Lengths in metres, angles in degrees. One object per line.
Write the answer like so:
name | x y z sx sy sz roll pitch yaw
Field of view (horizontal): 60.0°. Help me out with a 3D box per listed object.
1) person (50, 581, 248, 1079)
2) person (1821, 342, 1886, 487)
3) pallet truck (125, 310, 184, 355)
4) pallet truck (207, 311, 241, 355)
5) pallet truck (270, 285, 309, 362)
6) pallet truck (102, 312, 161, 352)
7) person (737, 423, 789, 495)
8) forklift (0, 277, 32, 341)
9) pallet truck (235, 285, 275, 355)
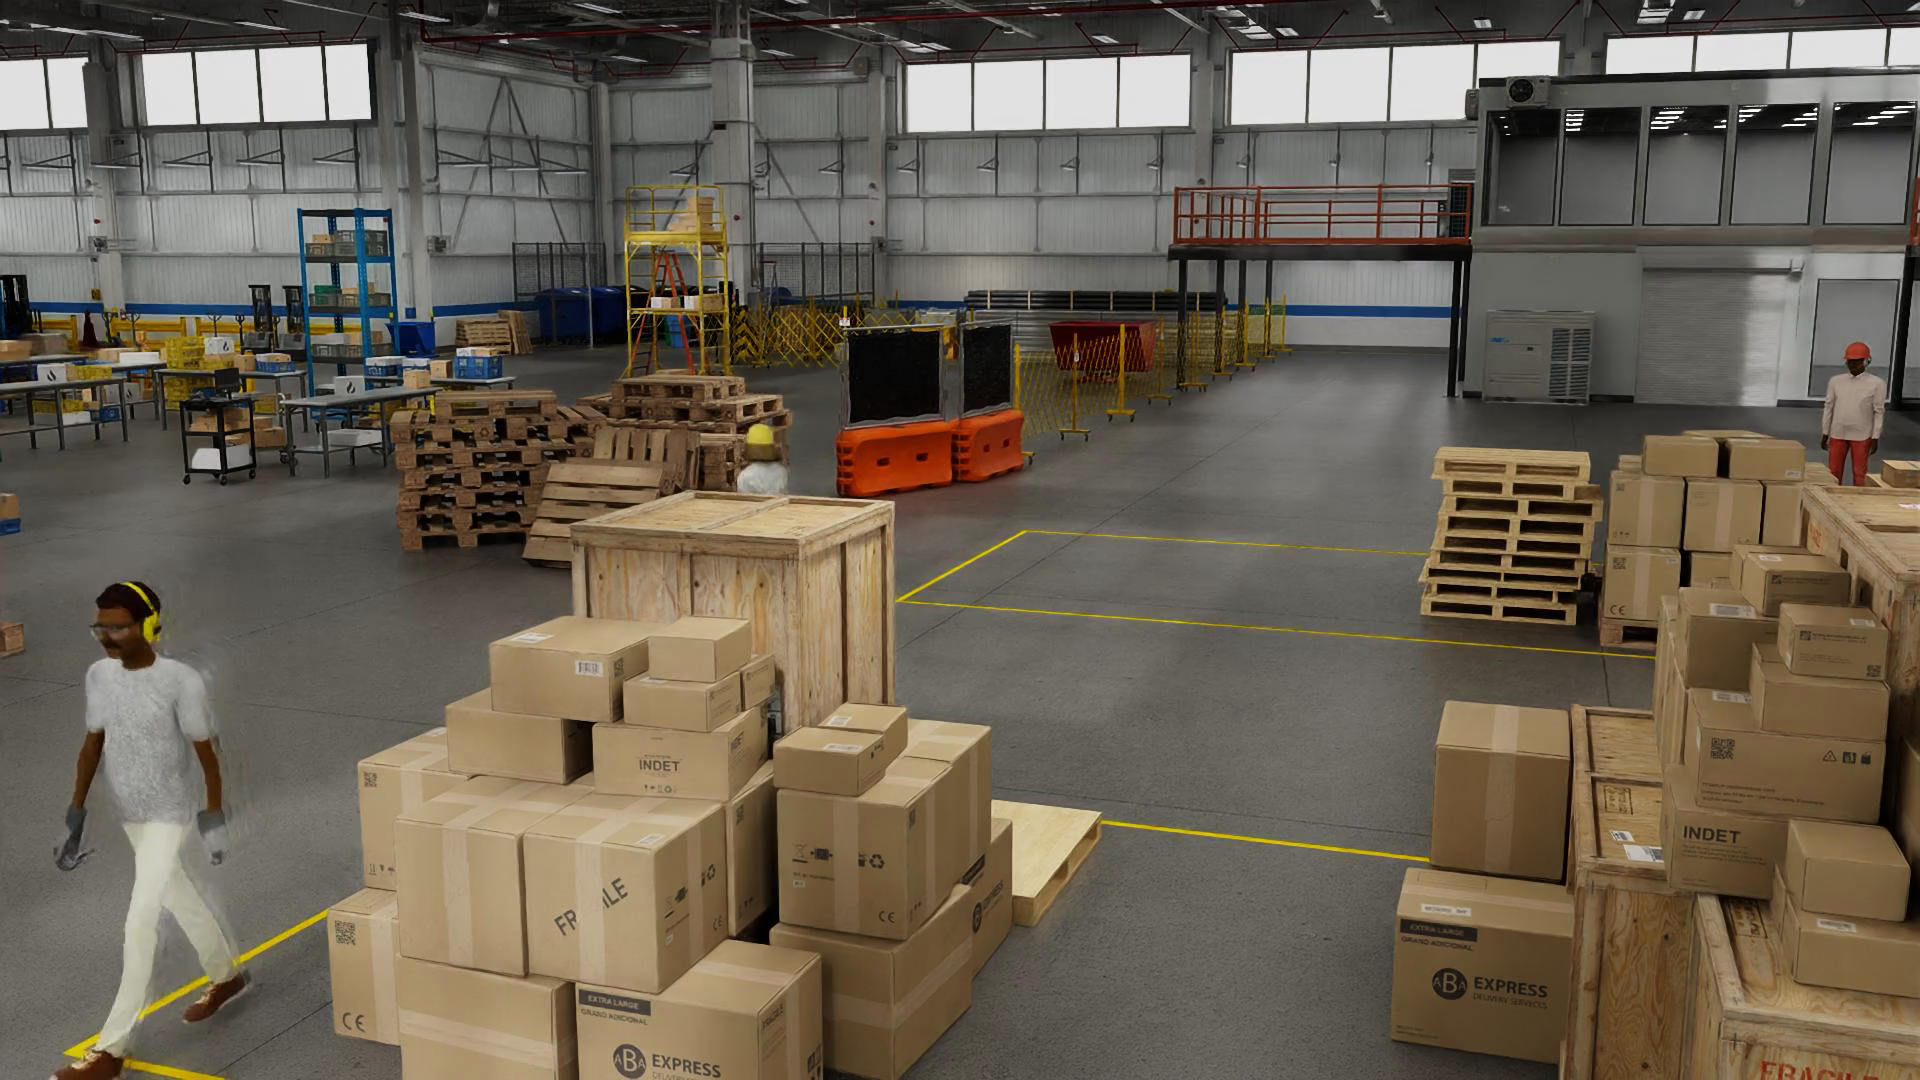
person | -3.042 1.048 6.187 0.505 1.814 1.015 4 11 20
person | 9.625 -1.137 17.974 0.382 1.994 0.613 -9 14 -42
pallet truck | -22.038 -5.665 45.457 0.704 1.261 1.522 3 11 17
pallet truck | -19.537 -5.575 44.913 0.653 1.274 1.630 3 11 19
pallet truck | -17.147 -5.700 43.663 0.823 1.965 1.885 3 11 17
pallet truck | -23.057 -5.777 46.261 0.680 1.201 1.601 3 11 19
person | -1.470 -0.002 12.326 0.384 1.728 0.506 9 13 41
forklift | -27.151 -6.329 46.328 1.157 1.987 2.680 3 11 17
pallet truck | -18.327 -5.835 44.421 0.823 1.965 1.885 4 11 23
